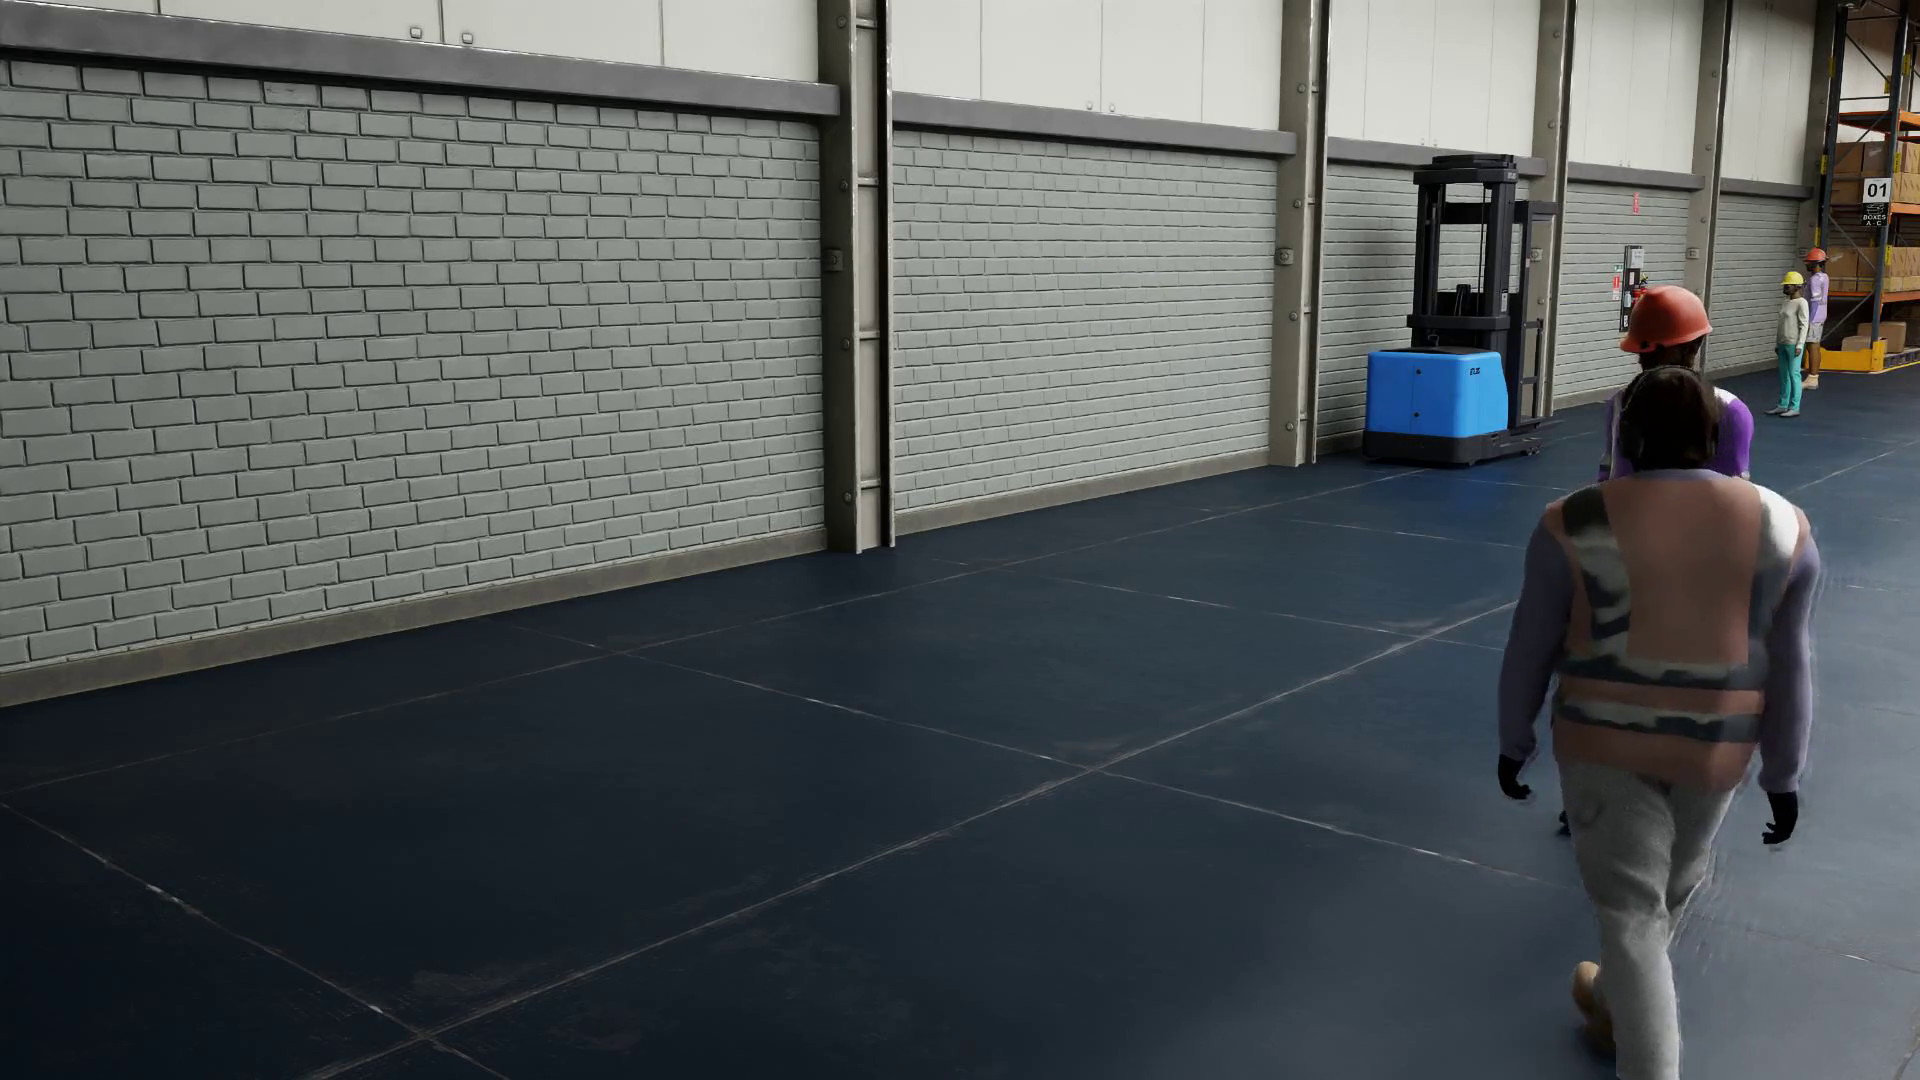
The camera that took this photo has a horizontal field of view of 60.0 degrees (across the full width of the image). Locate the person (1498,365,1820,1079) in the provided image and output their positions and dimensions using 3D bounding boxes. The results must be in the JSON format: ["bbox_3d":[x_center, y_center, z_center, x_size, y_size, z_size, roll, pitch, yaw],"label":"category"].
[{"bbox_3d":[1.607,0.485,3.922,0.638,1.786,0.987,1,10,5],"label":"person"}]

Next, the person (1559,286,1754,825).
[{"bbox_3d":[2.377,0.103,5.694,0.374,1.927,0.542,-6,12,-33],"label":"person"}]

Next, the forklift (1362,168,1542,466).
[{"bbox_3d":[4.875,-2.212,16.287,1.129,2.768,1.873,8,13,40],"label":"forklift"}]

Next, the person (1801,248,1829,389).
[{"bbox_3d":[12.517,-3.248,24.440,0.379,2.045,0.605,8,12,37],"label":"person"}]

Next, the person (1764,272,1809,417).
[{"bbox_3d":[10.155,-2.396,20.383,0.316,1.767,0.535,0,10,-3],"label":"person"}]
